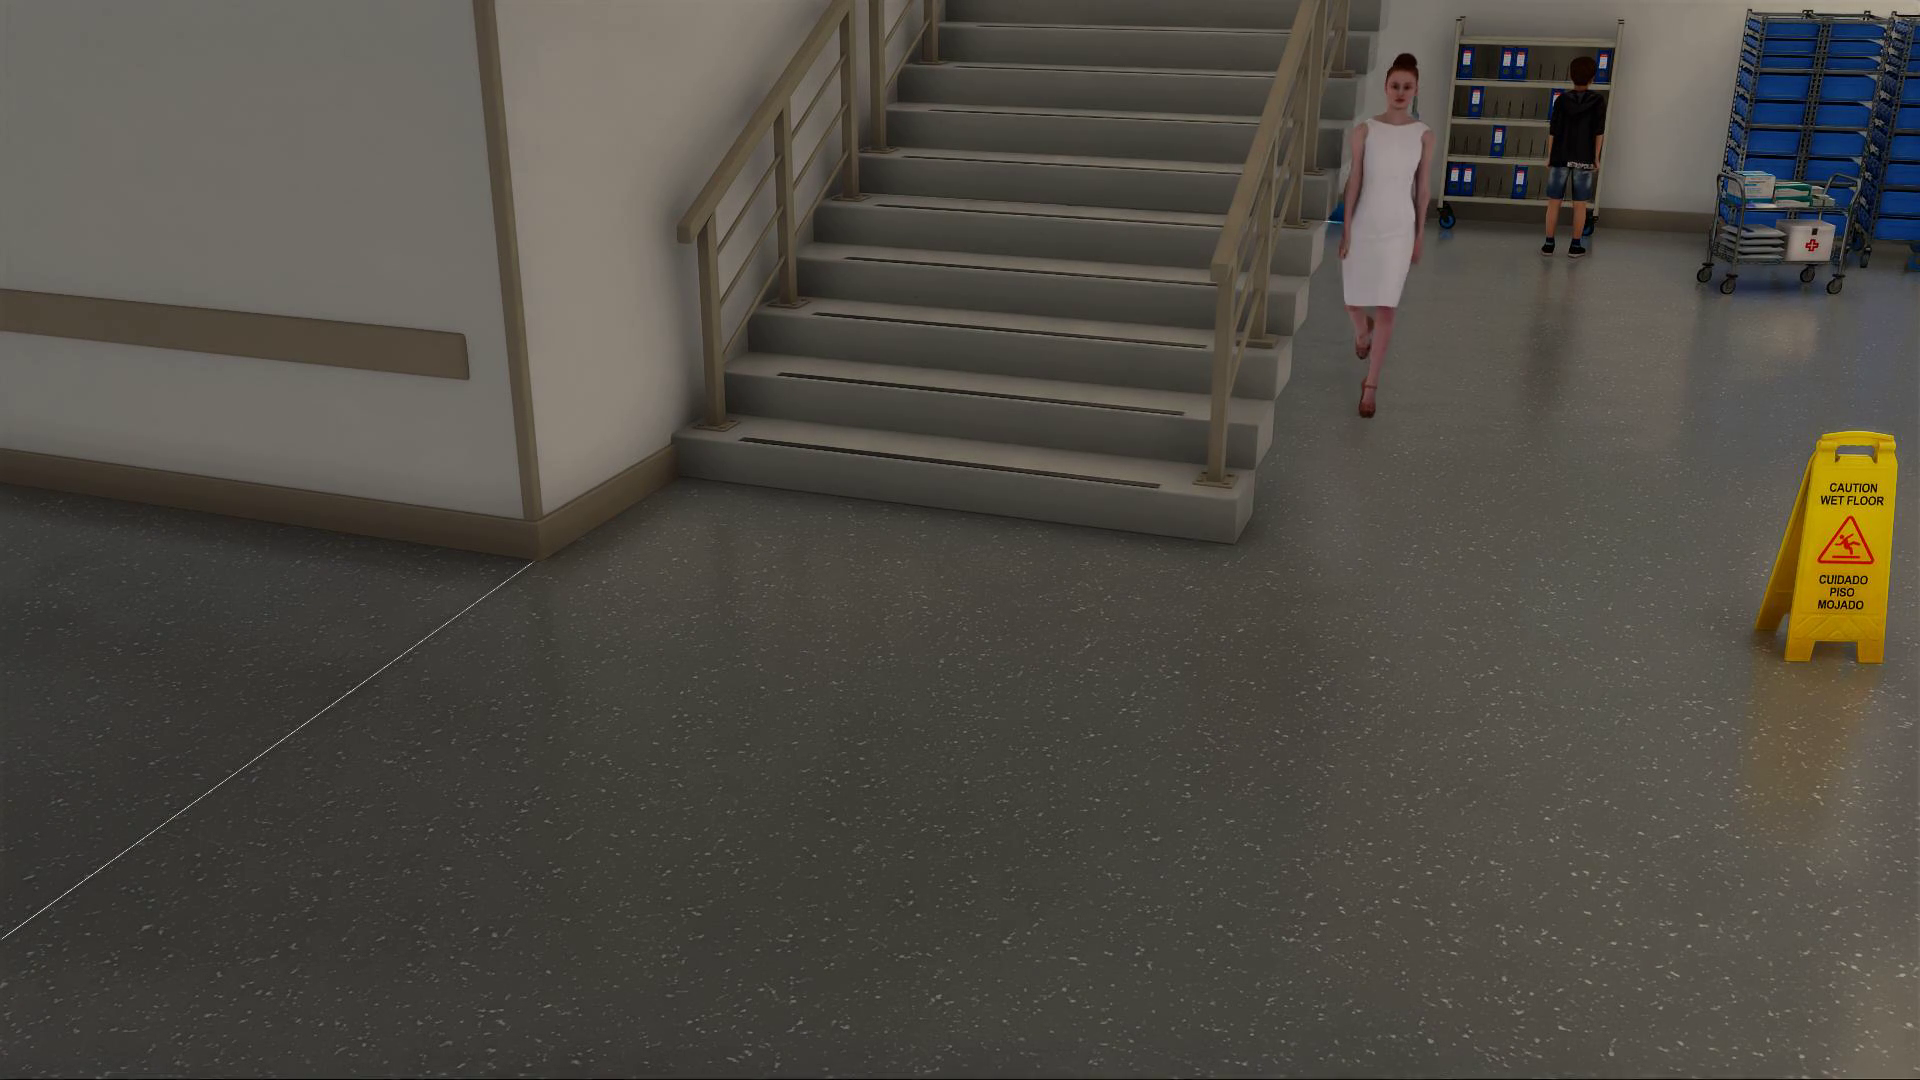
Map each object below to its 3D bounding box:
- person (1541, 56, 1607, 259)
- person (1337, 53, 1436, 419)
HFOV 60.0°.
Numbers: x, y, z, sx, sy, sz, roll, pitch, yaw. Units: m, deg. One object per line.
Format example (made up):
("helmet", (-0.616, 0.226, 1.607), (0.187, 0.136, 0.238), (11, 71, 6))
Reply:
("person", (4.531, -2.832, 12.307), (0.545, 1.446, 0.511), (9, 23, 22))
("person", (2.114, -1.518, 8.367), (0.650, 1.779, 0.905), (4, 21, 11))
